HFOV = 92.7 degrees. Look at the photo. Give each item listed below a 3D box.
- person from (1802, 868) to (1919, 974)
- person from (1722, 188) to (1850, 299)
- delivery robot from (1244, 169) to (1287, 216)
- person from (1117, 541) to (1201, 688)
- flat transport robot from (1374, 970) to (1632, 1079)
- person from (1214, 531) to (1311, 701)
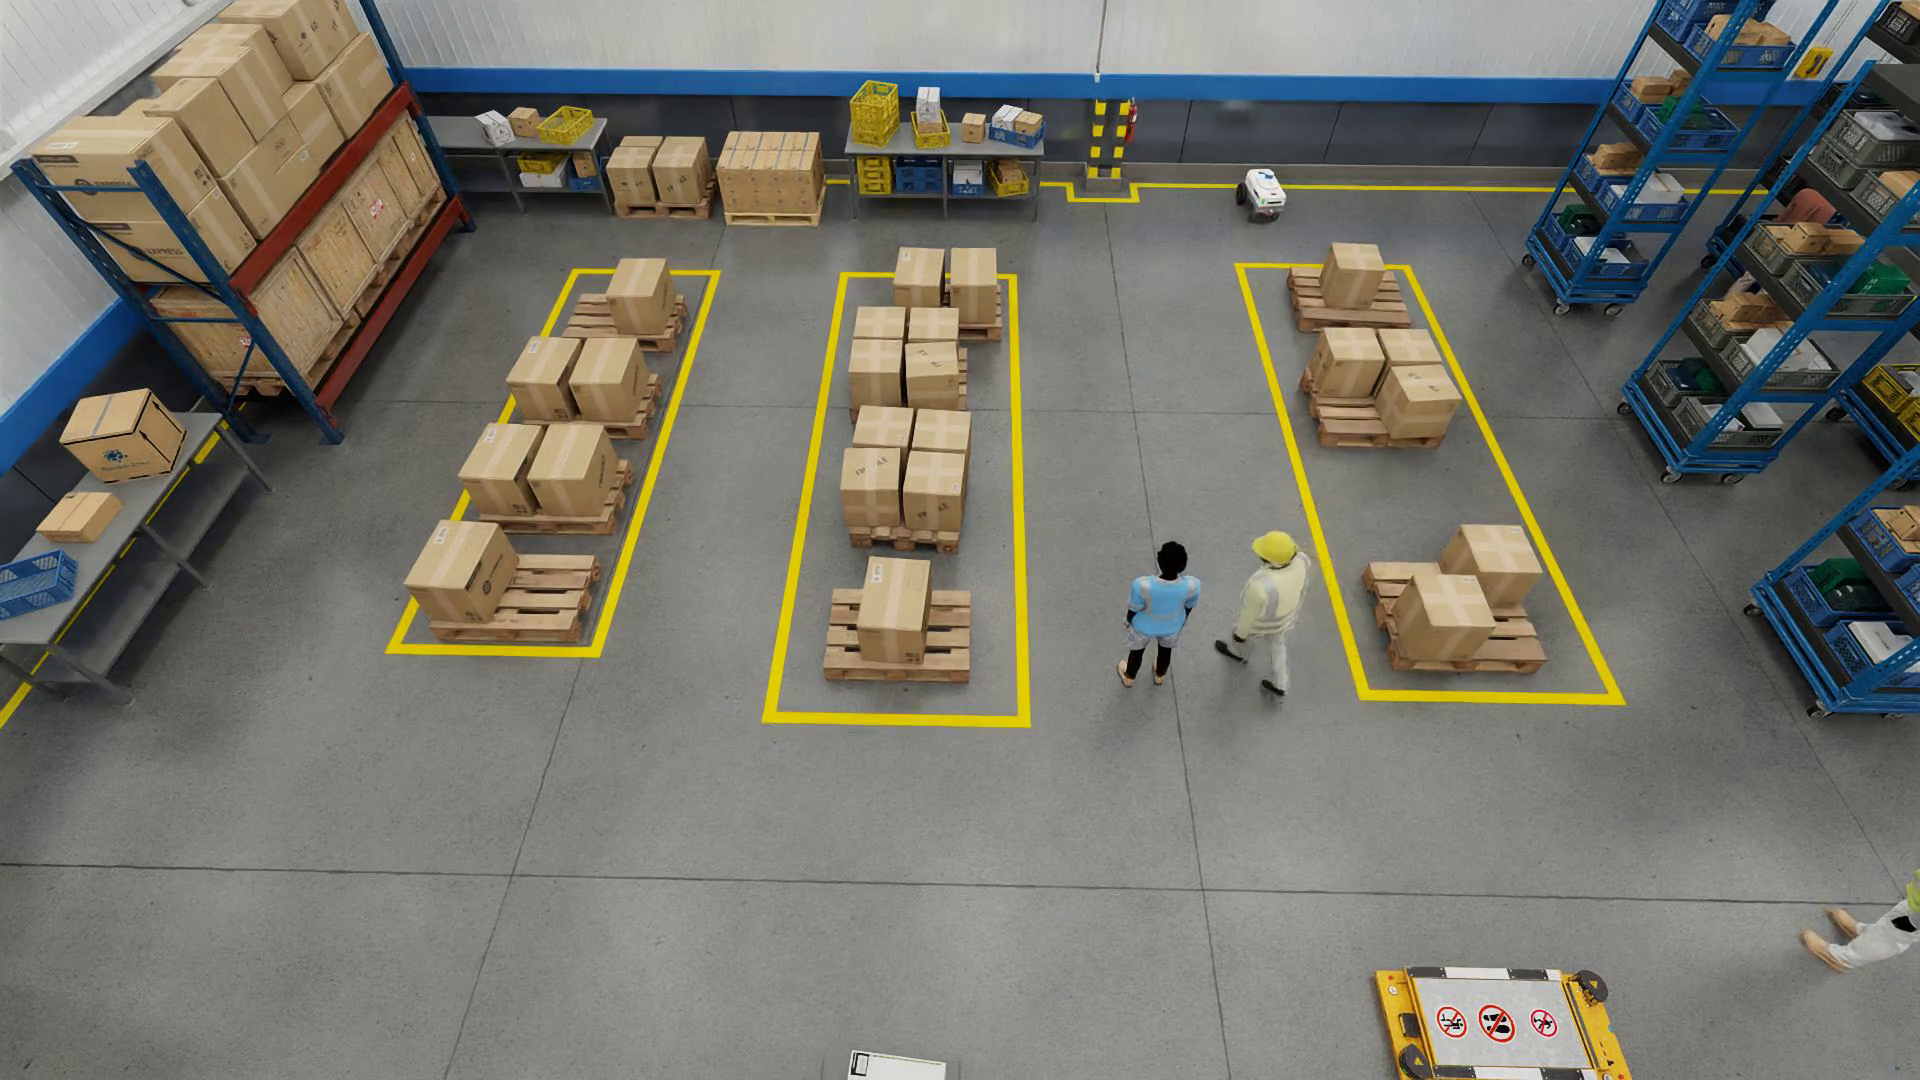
[{"bbox_3d":[6.060,2.224,5.650,0.634,1.839,0.429,-20,54,-15],"label":"person"},{"bbox_3d":[8.971,-3.112,9.913,0.410,1.980,0.624,-19,53,-15],"label":"person"},{"bbox_3d":[3.979,-4.558,11.944,0.477,0.478,0.707,-5,51,-4],"label":"delivery robot"},{"bbox_3d":[1.514,0.614,7.055,0.532,1.694,0.319,-2,51,-2],"label":"person"},{"bbox_3d":[3.501,3.133,5.914,1.431,0.197,0.652,1,51,1],"label":"flat transport robot"},{"bbox_3d":[2.422,0.601,7.012,0.695,1.785,0.747,-31,57,-23],"label":"person"}]
